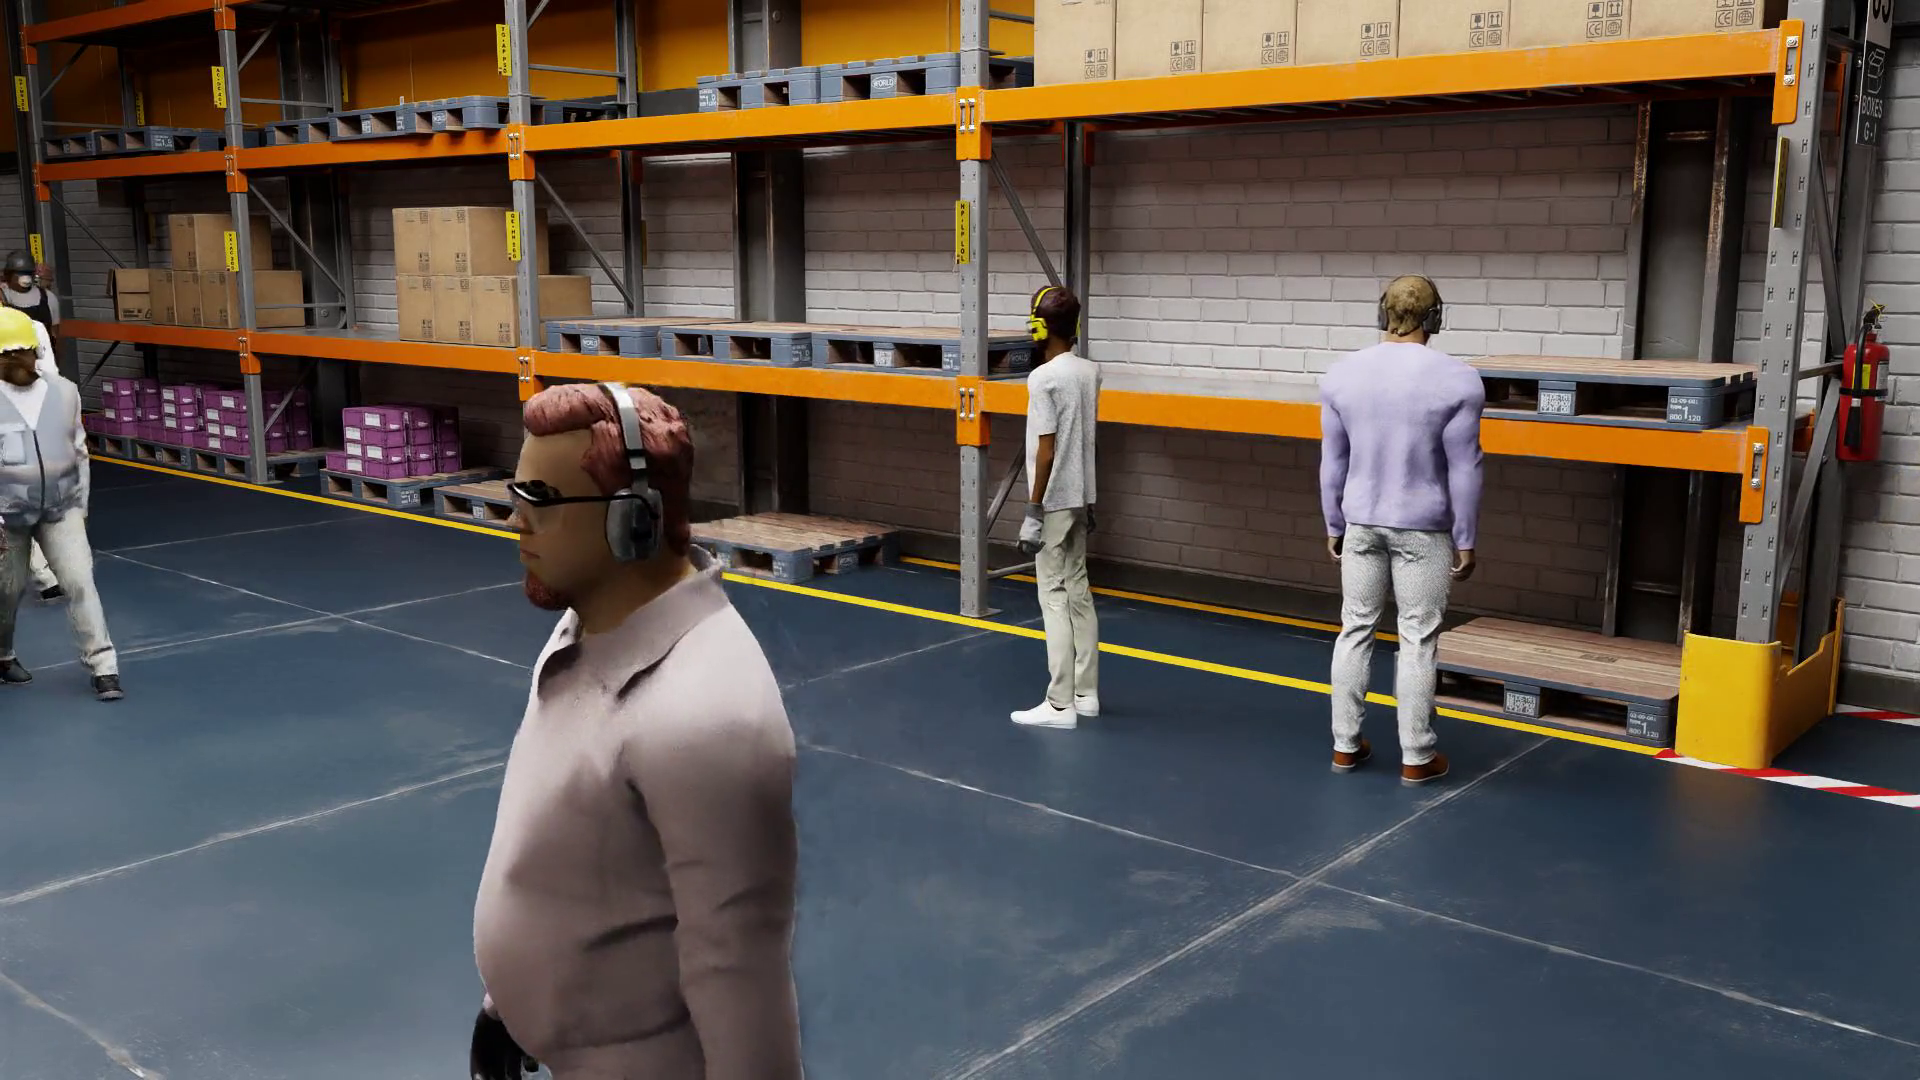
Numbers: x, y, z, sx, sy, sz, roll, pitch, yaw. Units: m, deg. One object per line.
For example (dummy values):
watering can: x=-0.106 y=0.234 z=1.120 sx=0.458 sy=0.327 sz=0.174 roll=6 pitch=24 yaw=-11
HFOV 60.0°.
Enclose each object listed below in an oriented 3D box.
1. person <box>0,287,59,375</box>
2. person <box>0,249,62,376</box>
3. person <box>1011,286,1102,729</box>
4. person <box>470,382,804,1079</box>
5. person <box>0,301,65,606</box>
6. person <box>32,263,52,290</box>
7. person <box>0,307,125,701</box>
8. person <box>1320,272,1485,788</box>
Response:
person: x=-6.022 y=-0.738 z=10.540 sx=0.643 sy=1.847 sz=0.634 roll=-4 pitch=11 yaw=-21
person: x=-8.468 y=-1.629 z=15.054 sx=0.689 sy=2.000 sz=0.540 roll=-8 pitch=13 yaw=-40
person: x=0.414 y=-0.133 z=7.039 sx=0.310 sy=1.865 sz=0.535 roll=6 pitch=12 yaw=33
person: x=-0.421 y=0.704 z=2.319 sx=1.002 sy=1.862 sz=0.643 roll=-3 pitch=10 yaw=-18
person: x=-5.366 y=-0.503 z=9.338 sx=0.889 sy=1.788 sz=0.620 roll=-3 pitch=10 yaw=-16
person: x=-8.611 y=-1.608 z=15.393 sx=0.529 sy=1.885 sz=0.800 roll=-5 pitch=11 yaw=-27
person: x=-4.217 y=-0.162 z=7.500 sx=0.891 sy=1.777 sz=0.588 roll=9 pitch=13 yaw=42
person: x=1.656 y=-0.035 z=6.298 sx=0.630 sy=1.931 sz=0.356 roll=7 pitch=12 yaw=34
